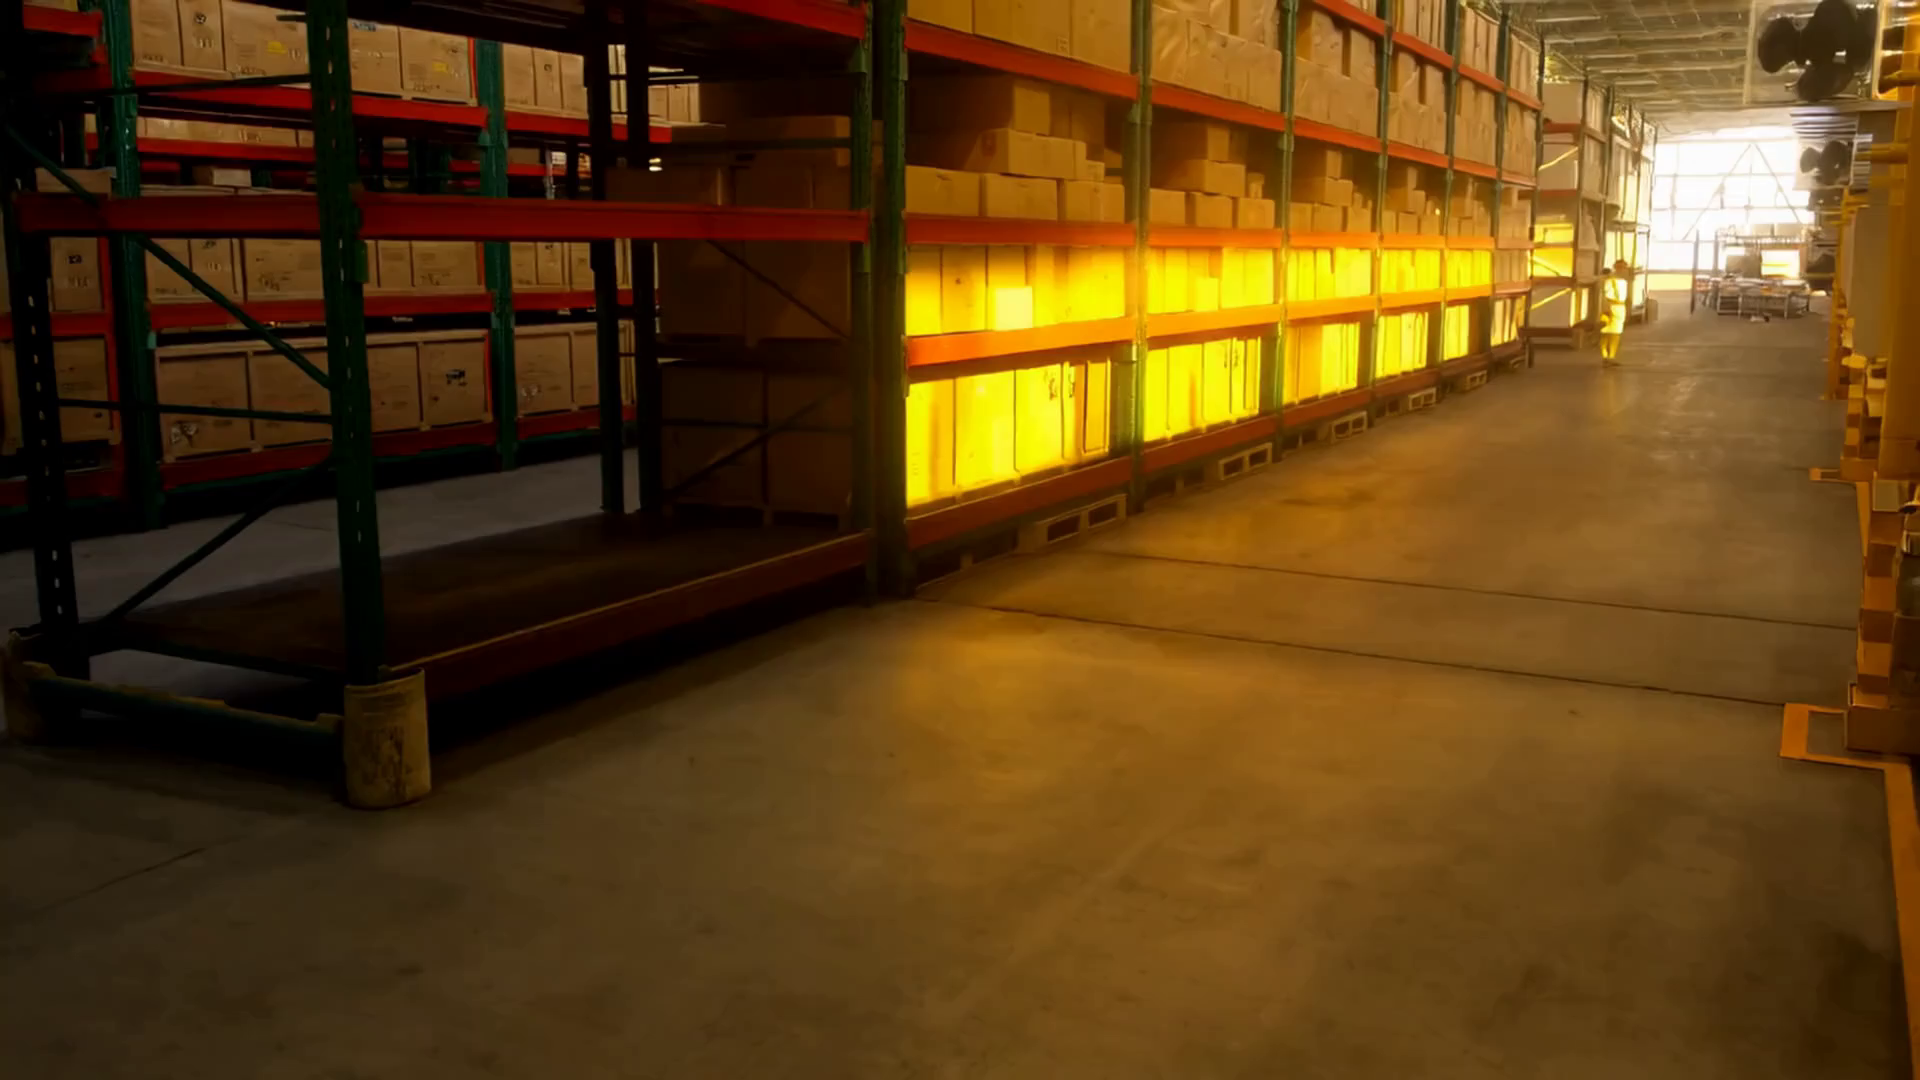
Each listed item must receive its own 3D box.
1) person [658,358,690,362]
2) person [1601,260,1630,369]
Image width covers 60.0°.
[{"bbox_3d":[-2.346,-1.053,14.090,0.537,1.616,0.627,8,12,38],"label":"person"},{"bbox_3d":[12.422,-4.264,31.453,0.609,2.044,0.394,-7,12,-35],"label":"person"}]
